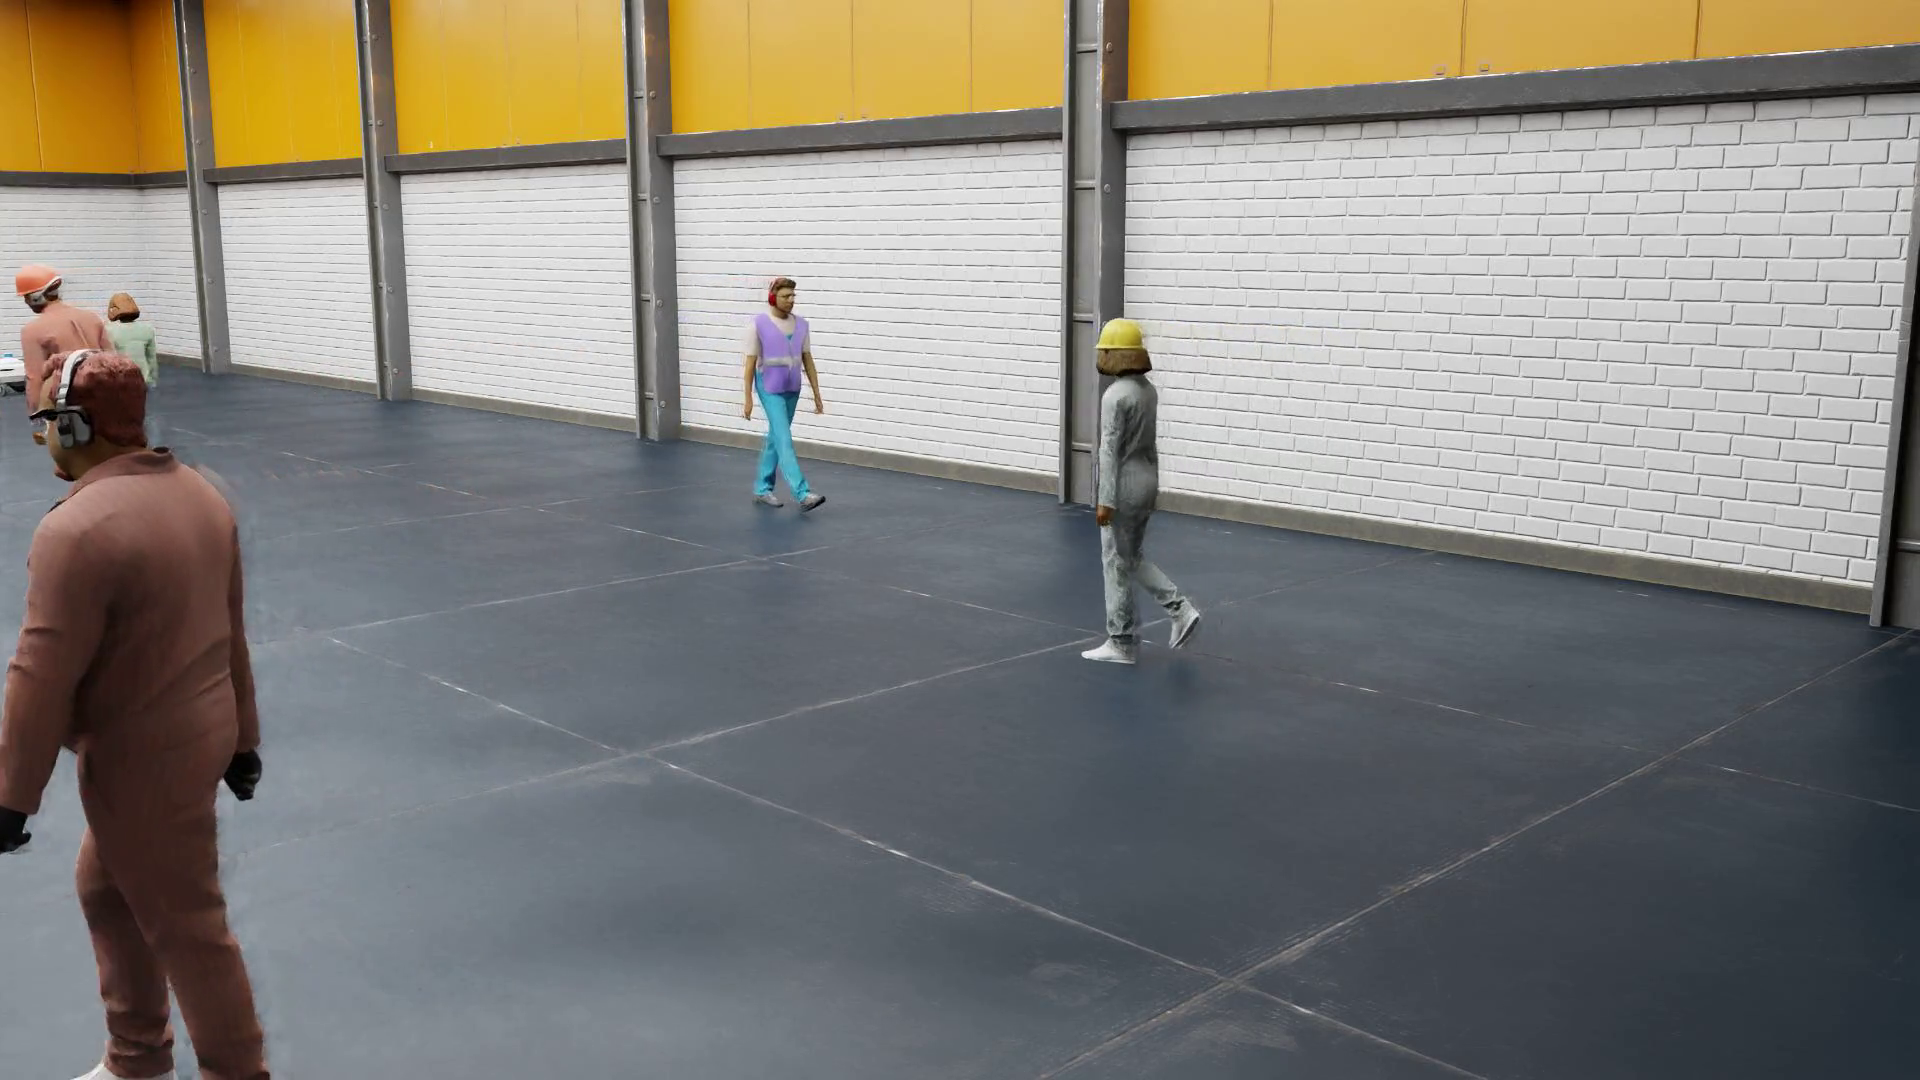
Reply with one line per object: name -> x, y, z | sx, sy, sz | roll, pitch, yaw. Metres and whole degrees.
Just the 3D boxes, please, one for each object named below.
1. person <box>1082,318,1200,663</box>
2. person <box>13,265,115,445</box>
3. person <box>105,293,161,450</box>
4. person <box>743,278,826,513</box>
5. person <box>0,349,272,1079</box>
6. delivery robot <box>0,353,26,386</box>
person -> 0.877, -0.228, 8.245 | 0.503, 1.732, 0.495 | 6, 12, 28
person -> -5.975, -0.885, 11.267 | 0.684, 1.930, 0.644 | 3, 11, 18
person -> -7.302, -1.357, 14.660 | 0.289, 1.633, 0.498 | 6, 12, 29
person -> -1.312, -1.109, 12.833 | 0.939, 1.796, 0.596 | 9, 14, 41
person -> -1.964, 0.511, 3.821 | 0.743, 1.877, 0.640 | -1, 10, -4
delivery robot -> -12.747, -2.266, 22.299 | 0.477, 0.478, 0.707 | 7, 12, 32
